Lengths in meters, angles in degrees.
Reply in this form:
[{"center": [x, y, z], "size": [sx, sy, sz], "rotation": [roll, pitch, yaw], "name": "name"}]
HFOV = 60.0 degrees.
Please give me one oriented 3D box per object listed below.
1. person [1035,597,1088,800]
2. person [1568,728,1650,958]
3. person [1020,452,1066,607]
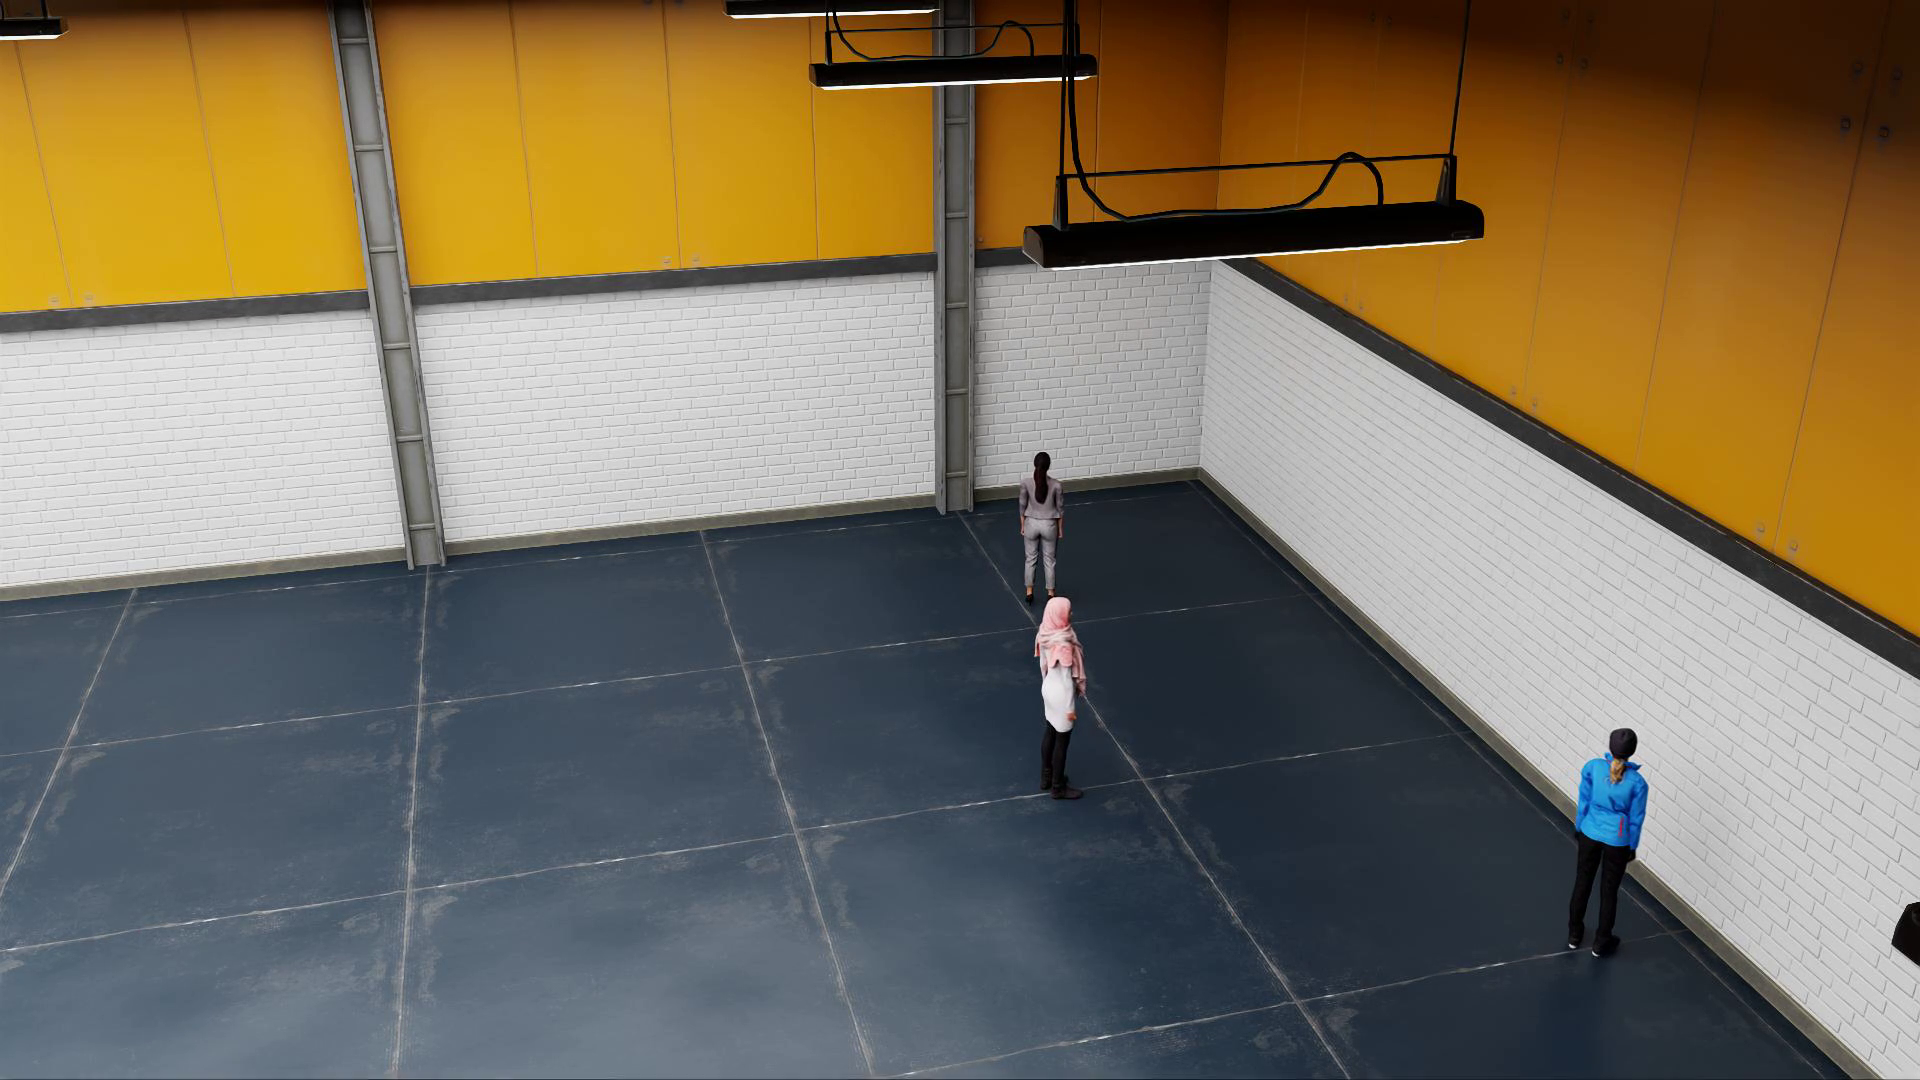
[{"center": [0.809, 1.289, 13.662], "size": [0.628, 1.804, 0.655], "rotation": [-9, 25, -20], "name": "person"}, {"center": [4.559, 2.126, 11.760], "size": [0.691, 1.795, 0.702], "rotation": [20, 30, 37], "name": "person"}, {"center": [0.831, -0.110, 17.019], "size": [0.668, 1.679, 0.772], "rotation": [4, 24, 9], "name": "person"}]
